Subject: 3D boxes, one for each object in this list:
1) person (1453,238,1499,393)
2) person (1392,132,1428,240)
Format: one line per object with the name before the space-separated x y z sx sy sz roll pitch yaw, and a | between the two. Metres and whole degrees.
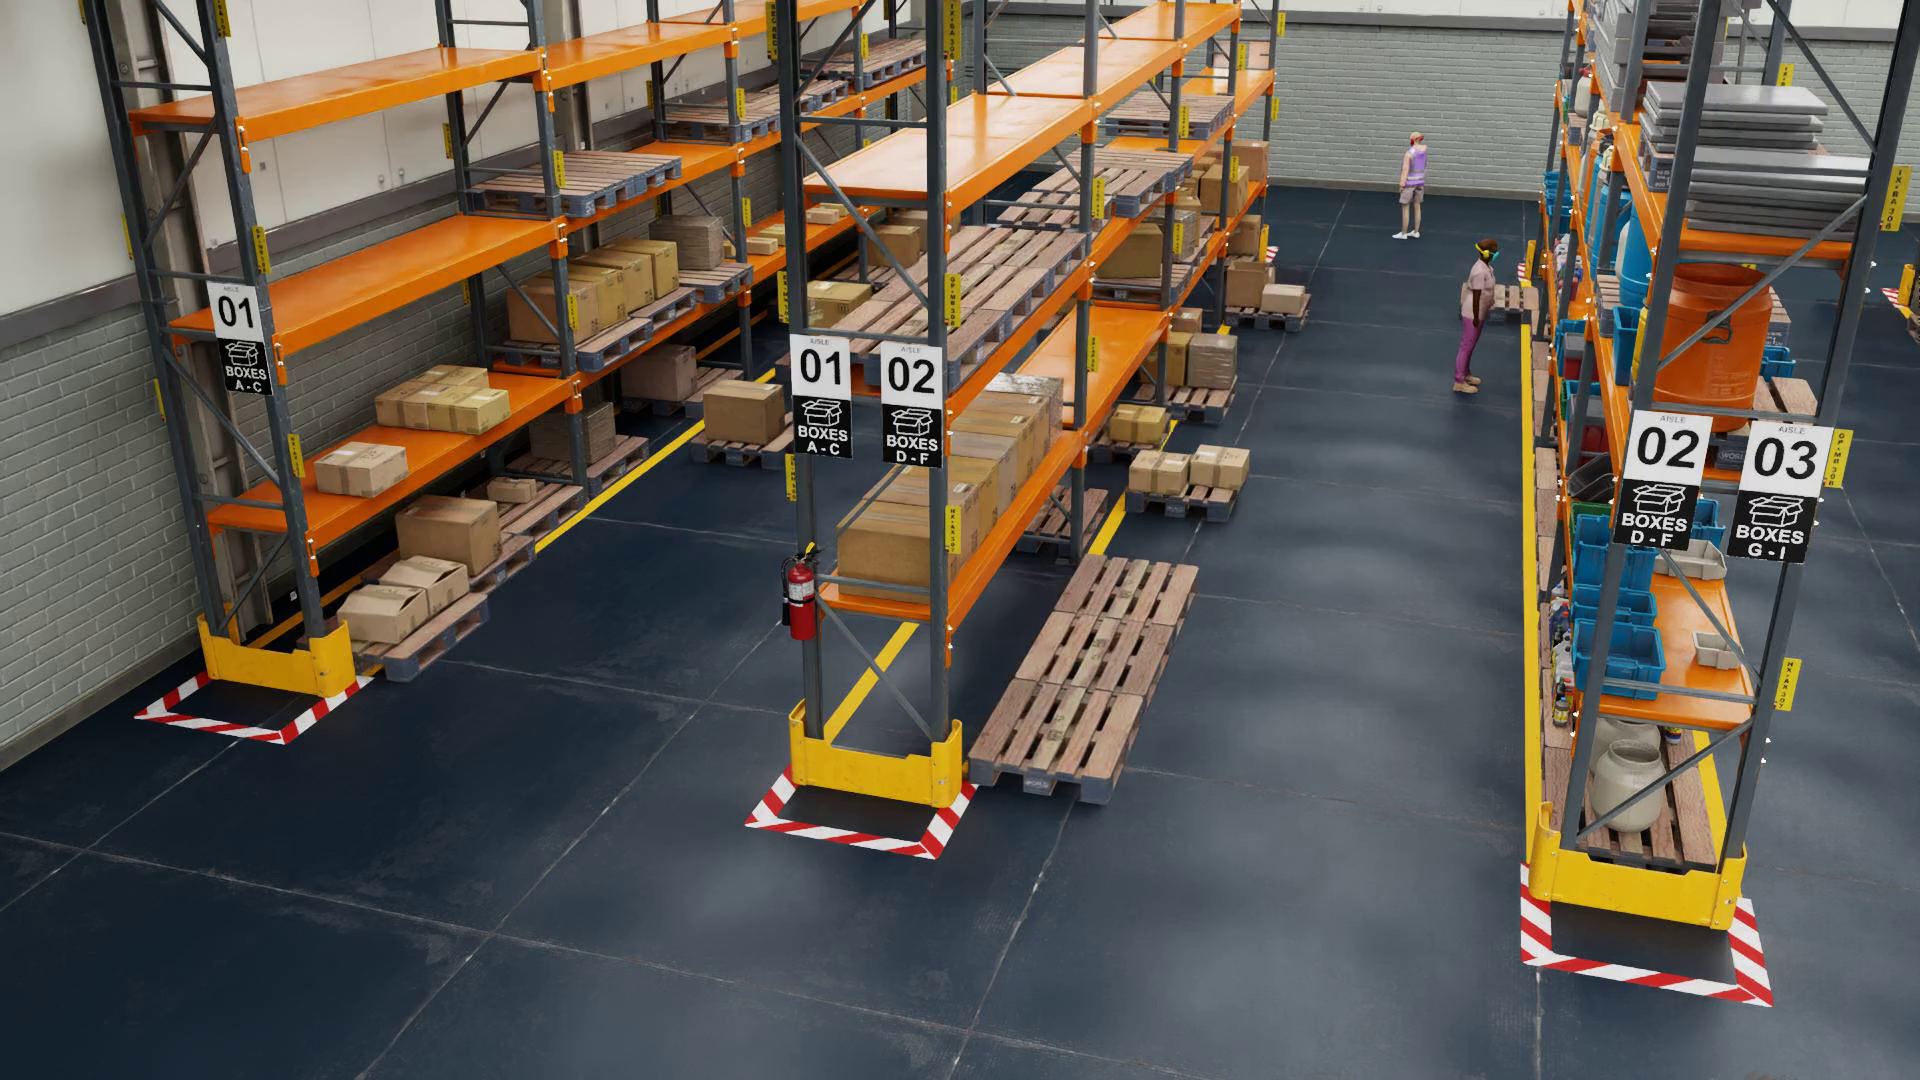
person | 6.002 -2.620 19.330 0.336 1.795 0.512 9 25 21
person | 7.185 -5.623 26.420 0.489 1.688 0.346 -13 27 -27
